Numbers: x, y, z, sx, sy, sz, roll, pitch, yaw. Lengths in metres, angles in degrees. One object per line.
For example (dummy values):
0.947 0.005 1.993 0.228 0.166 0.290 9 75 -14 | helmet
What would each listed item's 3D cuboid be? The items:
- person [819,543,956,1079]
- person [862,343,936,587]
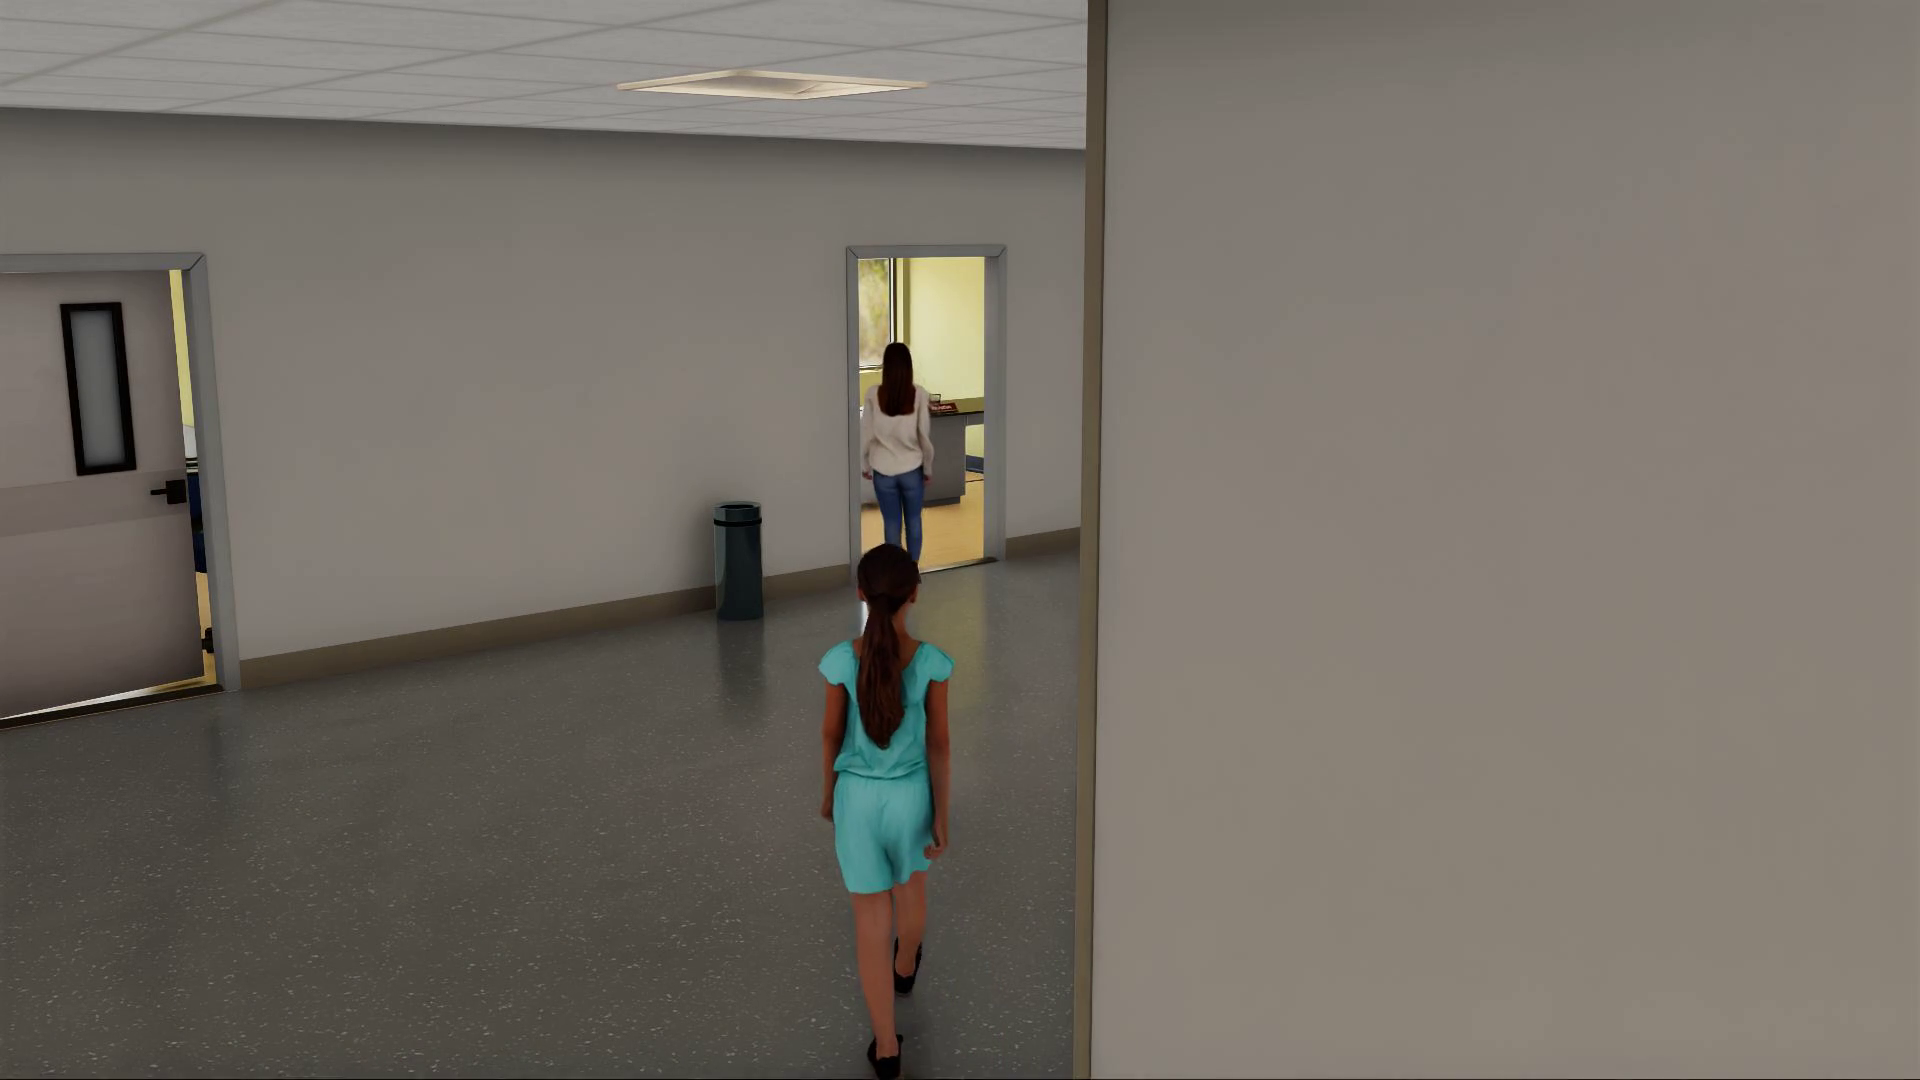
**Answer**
-0.218 0.806 4.790 1.013 1.519 1.006 -1 11 -3 | person
-0.402 -0.432 10.885 0.722 1.680 0.804 -1 11 -3 | person
